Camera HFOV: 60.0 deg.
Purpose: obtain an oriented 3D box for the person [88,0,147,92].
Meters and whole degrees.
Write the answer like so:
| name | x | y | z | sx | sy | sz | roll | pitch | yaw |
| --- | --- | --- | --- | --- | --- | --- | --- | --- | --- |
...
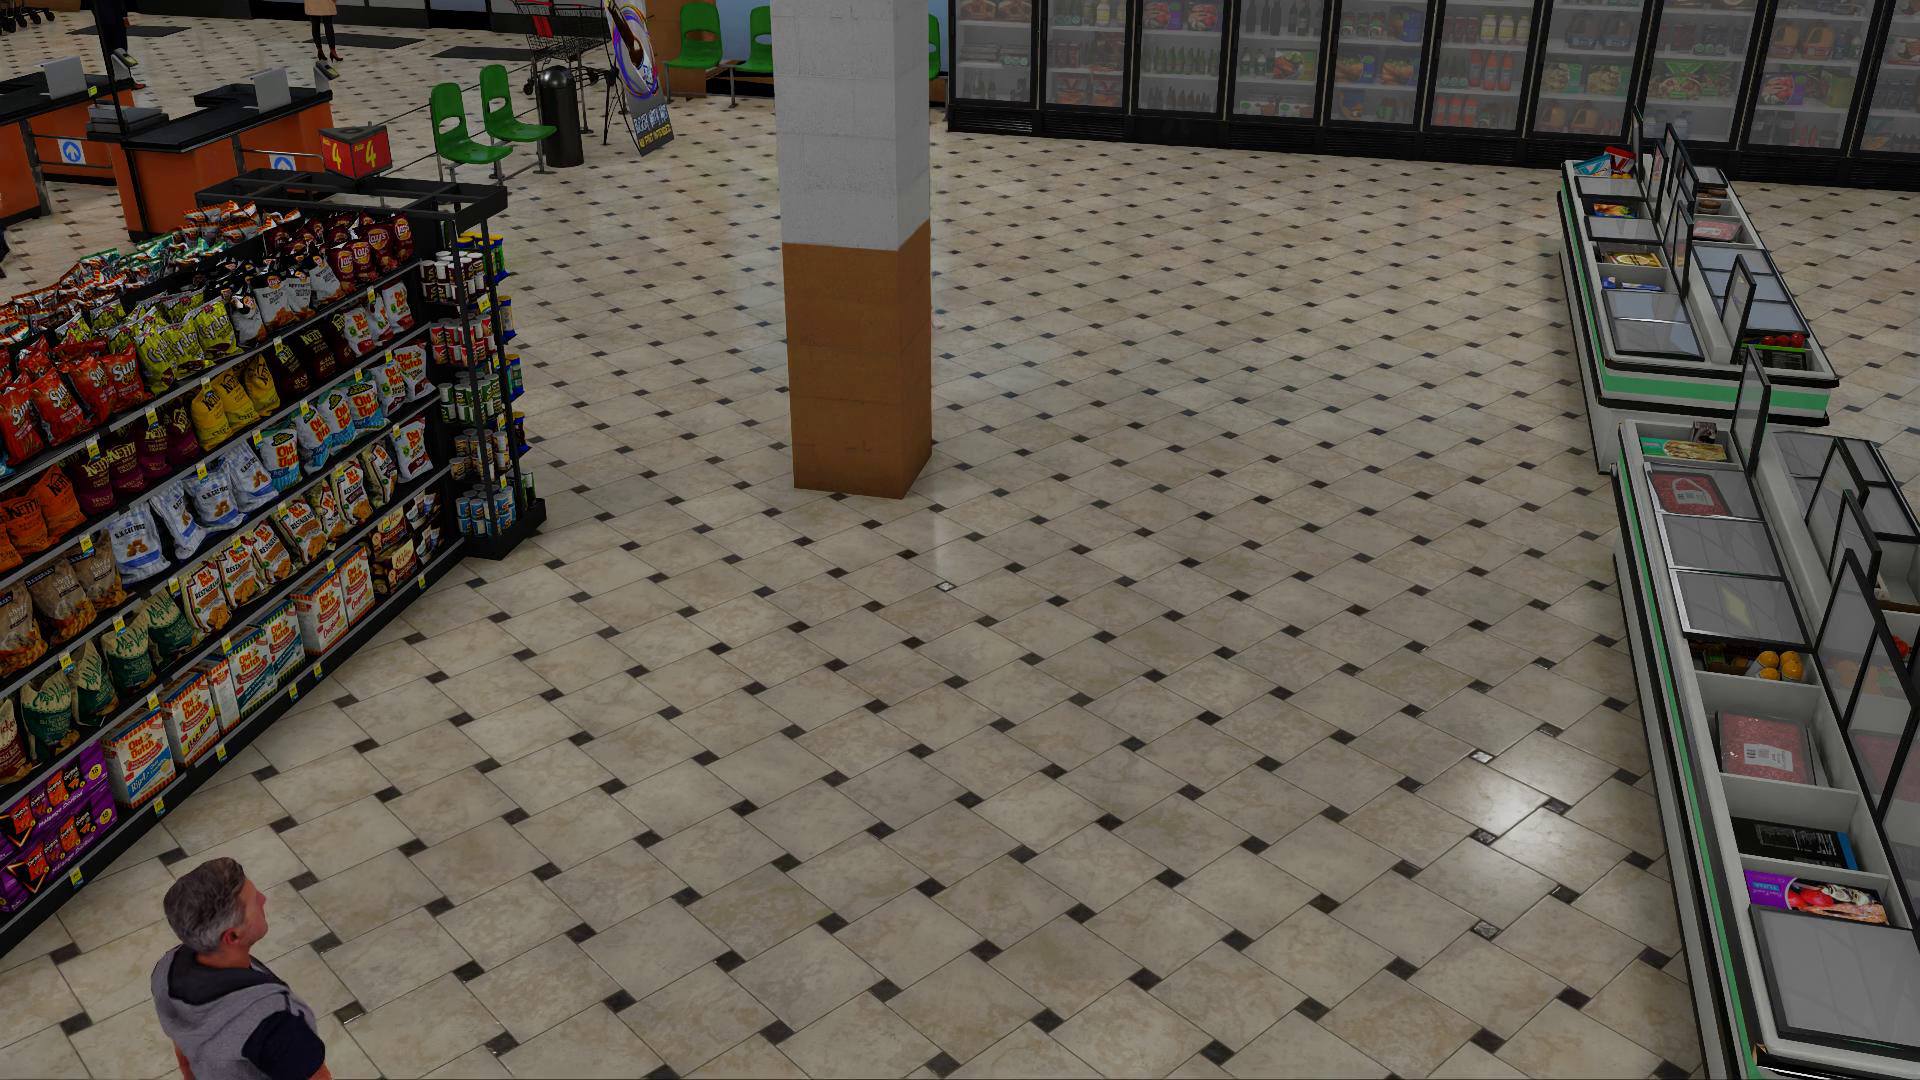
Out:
| name | x | y | z | sx | sy | sz | roll | pitch | yaw |
| --- | --- | --- | --- | --- | --- | --- | --- | --- | --- |
| person | -10.340 | -6.352 | 20.213 | 0.626 | 1.727 | 0.507 | 7 | 28 | 13 |

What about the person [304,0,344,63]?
| name | x | y | z | sx | sy | sz | roll | pitch | yaw |
| --- | --- | --- | --- | --- | --- | --- | --- | --- | --- |
| person | -8.427 | -7.148 | 21.832 | 0.639 | 1.682 | 0.499 | 7 | 28 | 13 |

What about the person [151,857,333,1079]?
| name | x | y | z | sx | sy | sz | roll | pitch | yaw |
| --- | --- | --- | --- | --- | --- | --- | --- | --- | --- |
| person | -1.874 | 1.649 | 4.340 | 0.818 | 1.812 | 0.831 | 22 | 35 | 37 |
